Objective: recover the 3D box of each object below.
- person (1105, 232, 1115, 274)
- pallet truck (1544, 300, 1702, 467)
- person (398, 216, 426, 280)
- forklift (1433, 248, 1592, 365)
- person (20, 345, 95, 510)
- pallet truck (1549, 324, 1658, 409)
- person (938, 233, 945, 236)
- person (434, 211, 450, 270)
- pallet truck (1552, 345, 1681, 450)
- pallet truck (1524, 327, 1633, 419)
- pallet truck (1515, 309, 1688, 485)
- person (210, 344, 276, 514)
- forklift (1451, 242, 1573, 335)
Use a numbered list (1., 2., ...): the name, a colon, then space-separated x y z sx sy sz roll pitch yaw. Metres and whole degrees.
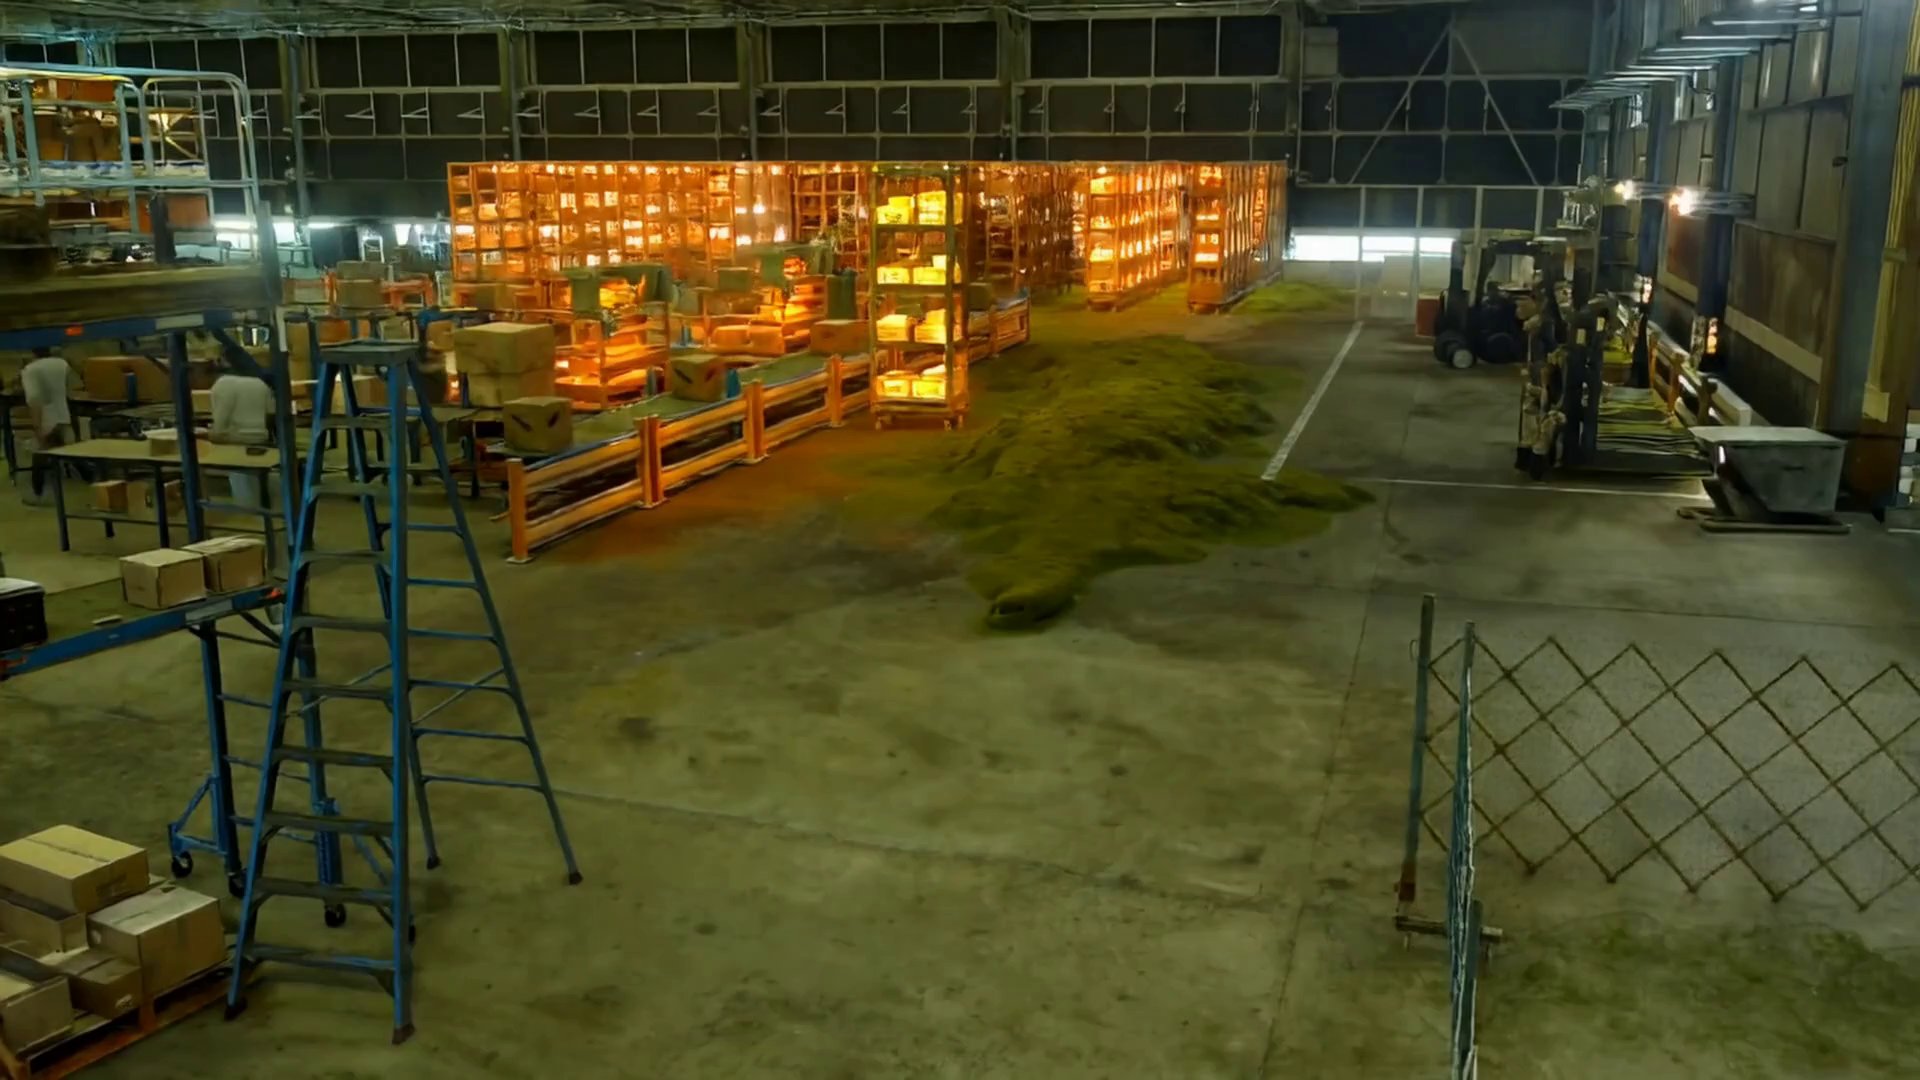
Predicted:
1. person: 4.354 -8.241 48.127 0.390 1.846 0.565 4 14 17
2. pallet truck: 8.263 -1.952 20.631 1.885 1.965 0.823 5 14 20
3. person: -16.755 -8.929 50.900 1.028 1.950 0.614 2 13 7
4. forklift: 9.780 -4.111 29.280 2.680 1.987 1.157 3 13 14
5. person: -9.685 -1.292 17.808 1.043 2.001 0.625 5 14 20
6. pallet truck: 9.824 -2.669 25.407 1.601 1.201 0.680 4 14 16
7. person: -0.638 -8.619 49.876 0.718 1.798 0.610 -5 14 -22
8. person: -17.206 -9.932 55.205 0.389 1.949 0.604 8 15 32
9. pallet truck: 8.641 -1.896 21.908 1.630 1.274 0.653 4 14 16
10. pallet truck: 9.065 -2.460 24.370 1.522 1.261 0.704 3 13 14
11. pallet truck: 7.554 -1.677 19.446 1.885 1.965 0.823 3 13 14
12. person: -7.350 -1.054 16.972 0.454 1.892 0.672 6 14 24
13. forklift: 10.464 -4.597 31.405 2.680 1.987 1.157 4 14 16
